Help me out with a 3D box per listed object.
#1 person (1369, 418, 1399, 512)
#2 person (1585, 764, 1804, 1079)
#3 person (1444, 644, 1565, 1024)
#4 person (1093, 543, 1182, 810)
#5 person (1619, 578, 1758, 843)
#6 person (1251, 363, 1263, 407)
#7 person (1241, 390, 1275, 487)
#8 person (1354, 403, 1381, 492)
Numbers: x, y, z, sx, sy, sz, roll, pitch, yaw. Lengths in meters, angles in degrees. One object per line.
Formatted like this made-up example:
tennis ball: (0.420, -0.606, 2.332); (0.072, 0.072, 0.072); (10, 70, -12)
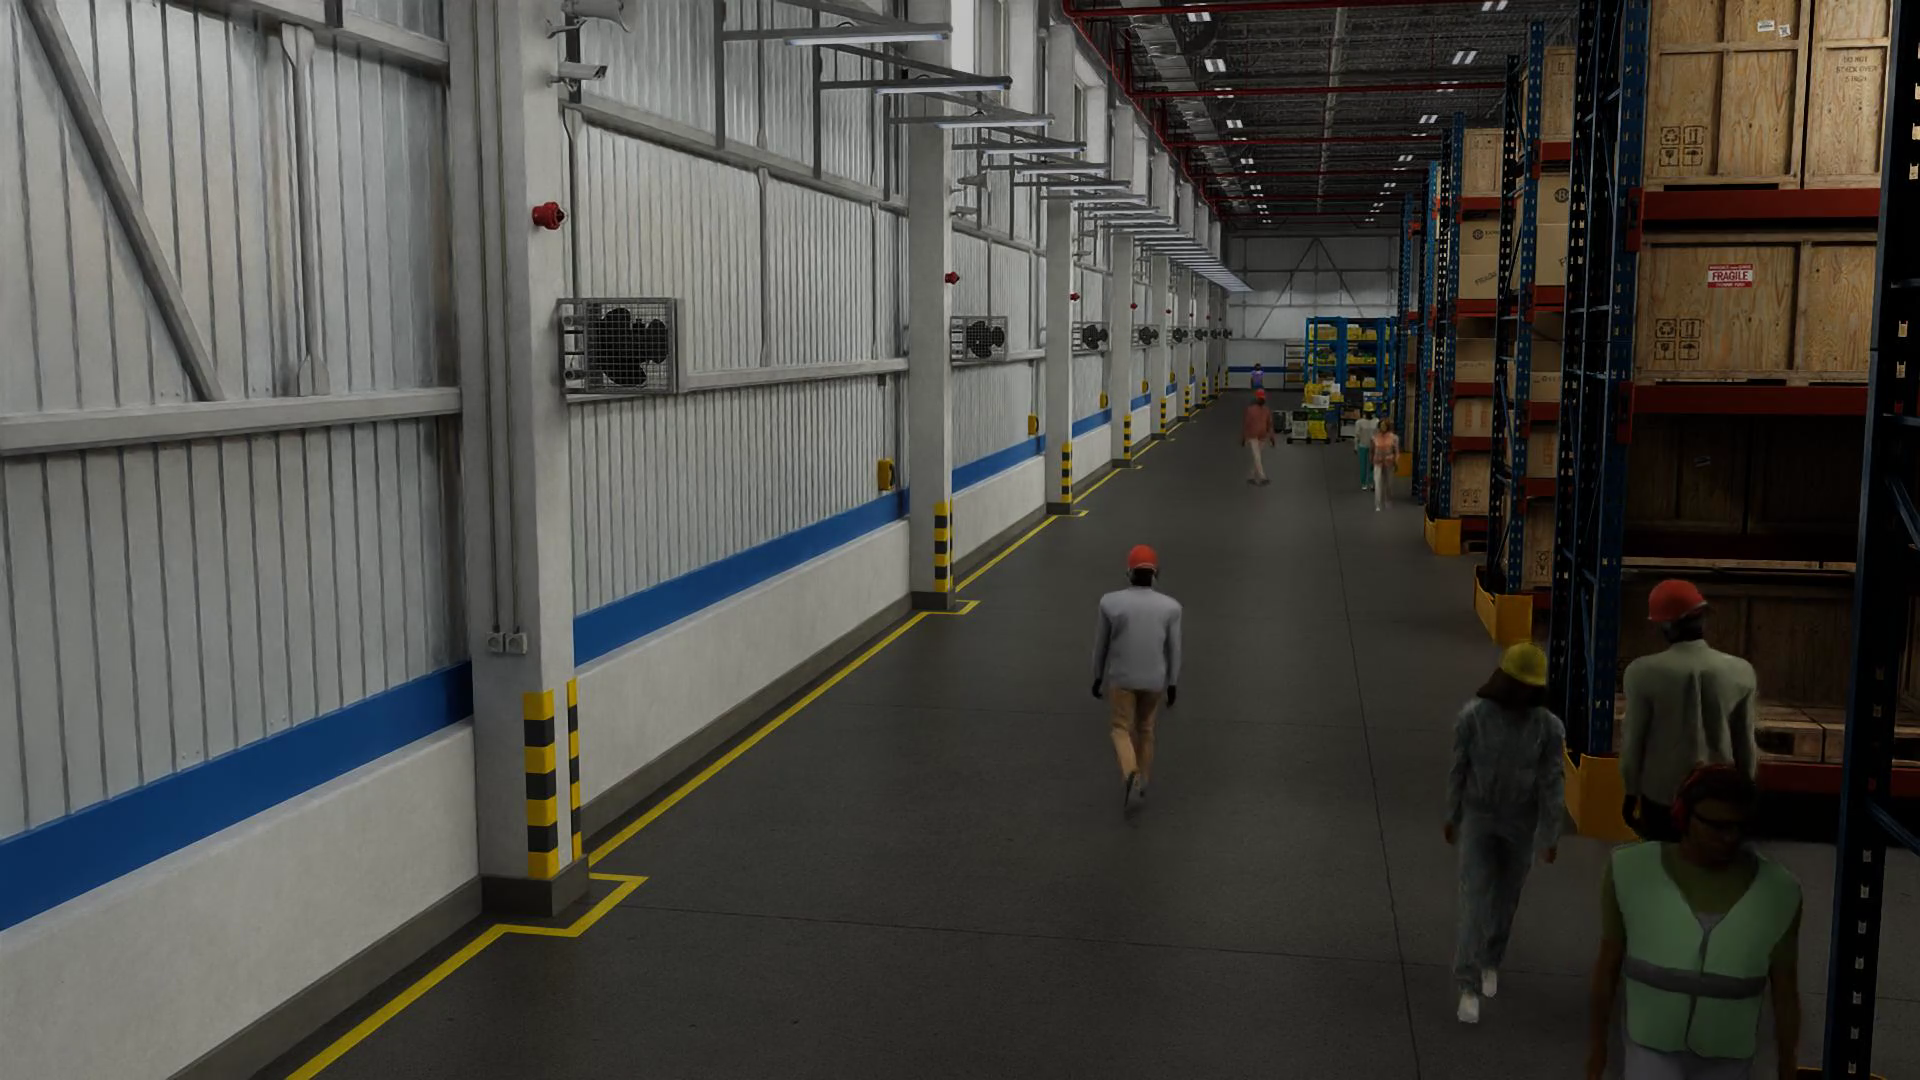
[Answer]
person: (7.360, -1.313, 28.885); (0.512, 1.623, 0.660); (2, 7, 14)
person: (2.207, 1.572, 4.989); (0.582, 1.820, 0.590); (2, 7, 13)
person: (2.463, 1.312, 7.517); (0.505, 1.697, 0.827); (2, 7, 14)
person: (1.167, 0.887, 10.841); (0.578, 1.733, 0.648); (-1, 7, -6)
person: (3.394, 1.169, 7.705); (0.619, 1.959, 0.652); (1, 7, 6)
person: (12.061, -6.255, 67.587); (0.565, 1.841, 0.387); (-3, 8, -20)
person: (6.049, -2.039, 33.424); (0.644, 1.937, 1.016); (-3, 8, -24)
person: (7.958, -1.801, 32.382); (0.546, 1.715, 0.920); (1, 7, 8)
